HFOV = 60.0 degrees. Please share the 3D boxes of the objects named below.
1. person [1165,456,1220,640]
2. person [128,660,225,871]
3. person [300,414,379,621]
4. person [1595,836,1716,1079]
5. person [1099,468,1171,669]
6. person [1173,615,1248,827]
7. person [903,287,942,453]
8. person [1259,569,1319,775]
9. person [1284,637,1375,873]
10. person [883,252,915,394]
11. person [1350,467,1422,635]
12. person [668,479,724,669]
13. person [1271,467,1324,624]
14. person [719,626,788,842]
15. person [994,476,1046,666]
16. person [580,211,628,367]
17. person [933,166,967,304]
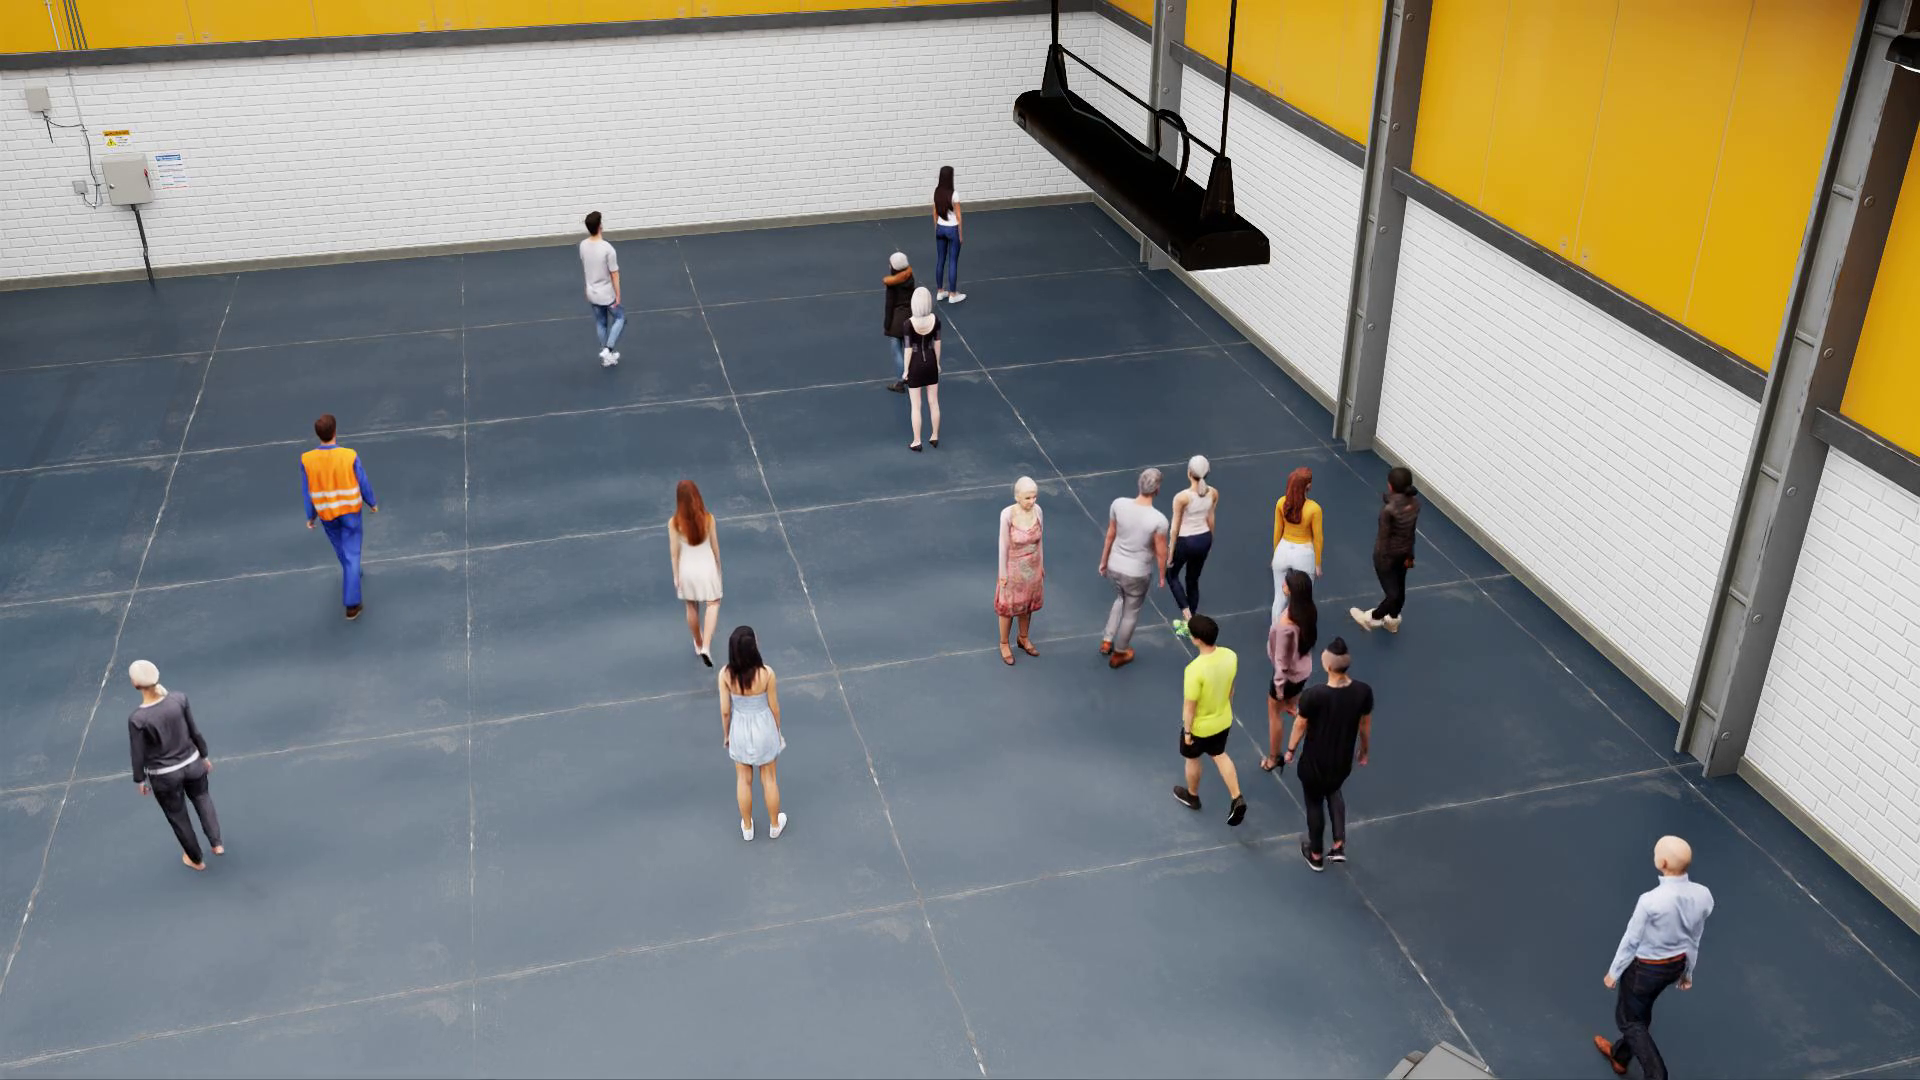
[{"bbox_3d":[2.016,0.119,14.120,0.681,1.690,0.721,-13,31,-23],"label":"person"},{"bbox_3d":[-5.356,1.576,11.419,0.757,1.719,0.736,22,36,35],"label":"person"},{"bbox_3d":[-5.415,-0.168,14.511,0.798,1.819,1.184,-5,29,-8],"label":"person"},{"bbox_3d":[4.039,2.544,9.596,0.668,1.765,1.034,-9,30,-16],"label":"person"},{"bbox_3d":[1.366,0.298,13.685,0.840,1.792,0.930,18,34,30],"label":"person"},{"bbox_3d":[1.839,1.311,11.940,0.816,1.684,1.030,-15,32,-26],"label":"person"},{"bbox_3d":[-0.391,-1.797,17.487,0.616,1.830,0.560,-13,31,-23],"label":"person"},{"bbox_3d":[2.533,1.050,12.304,0.999,1.795,0.871,25,37,37],"label":"person"},{"bbox_3d":[2.566,1.517,11.387,0.717,1.853,0.685,-7,29,-13],"label":"person"},{"bbox_3d":[-0.664,-2.490,18.963,0.761,1.632,0.726,22,35,34],"label":"person"},{"bbox_3d":[3.617,0.078,14.227,0.696,1.659,0.776,-12,31,-22],"label":"person"},{"bbox_3d":[-2.168,0.310,13.765,0.671,1.694,0.965,-2,29,-4],"label":"person"},{"bbox_3d":[2.811,0.175,13.955,0.690,1.750,0.747,15,32,25],"label":"person"},{"bbox_3d":[-1.473,1.375,11.775,0.637,1.730,0.603,-1,29,-1],"label":"person"},{"bbox_3d":[0.496,0.227,13.915,0.656,1.698,0.655,-16,33,-27],"label":"person"},{"bbox_3d":[-4.222,-2.884,19.432,0.875,1.876,0.939,11,30,19],"label":"person"},{"bbox_3d":[-0.160,-3.955,21.501,0.643,1.774,0.733,21,35,33],"label":"person"}]
